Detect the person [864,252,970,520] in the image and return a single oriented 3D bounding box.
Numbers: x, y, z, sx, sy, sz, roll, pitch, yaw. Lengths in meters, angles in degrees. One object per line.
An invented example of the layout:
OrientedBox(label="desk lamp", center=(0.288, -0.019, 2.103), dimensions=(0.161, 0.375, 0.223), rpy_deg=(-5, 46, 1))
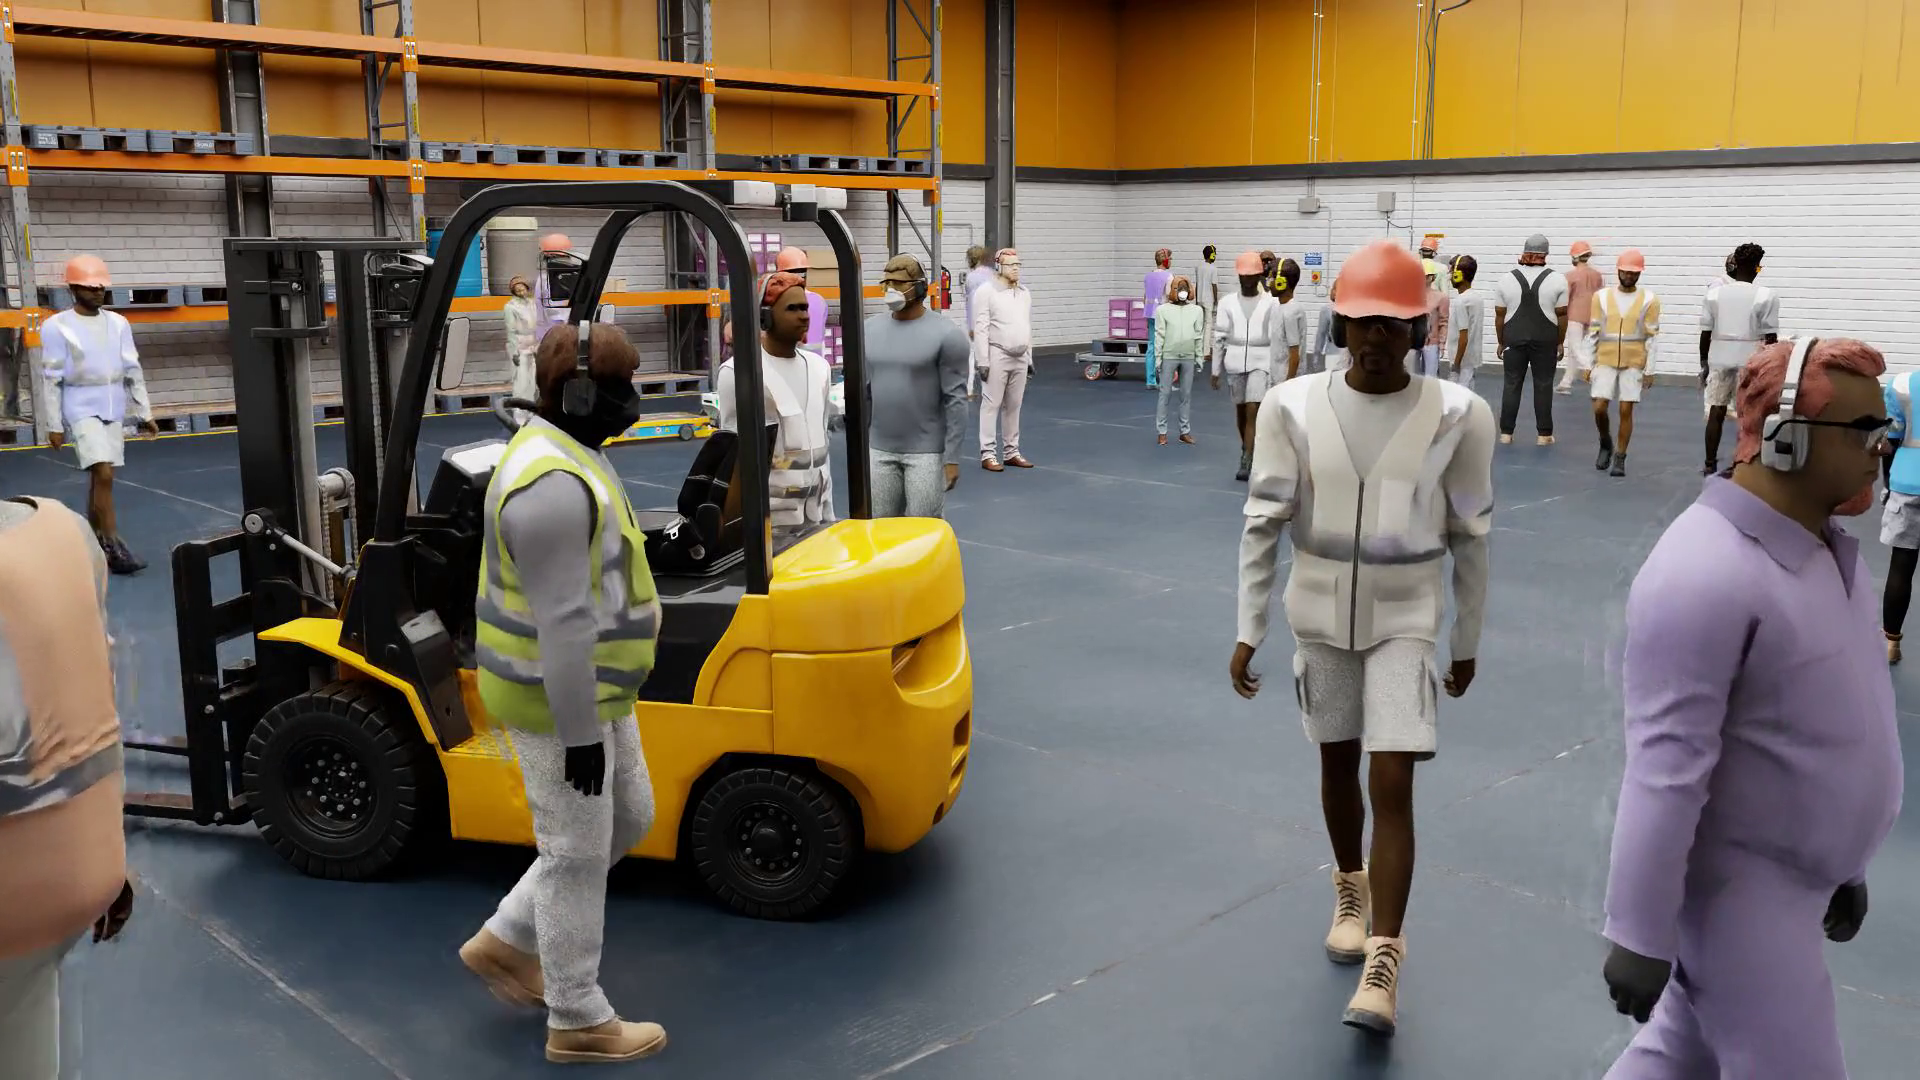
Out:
OrientedBox(label="person", center=(-0.256, -0.425, 8.141), dimensions=(0.627, 1.940, 0.371), rpy_deg=(6, 12, 28))

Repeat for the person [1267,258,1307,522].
OrientedBox(label="person", center=(2.289, -1.049, 11.744), dimensions=(0.319, 1.865, 0.521), rpy_deg=(2, 11, 11))

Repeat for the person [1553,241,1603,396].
OrientedBox(label="person", center=(7.843, -2.780, 20.931), dimensions=(0.612, 1.963, 0.942), rpy_deg=(-5, 12, -26))

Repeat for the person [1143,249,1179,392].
OrientedBox(label="person", center=(2.591, -2.850, 21.613), dimensions=(0.390, 1.848, 0.563), rpy_deg=(-7, 12, -32))

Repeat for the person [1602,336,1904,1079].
OrientedBox(label="person", center=(1.400, 0.582, 2.875), dimensions=(0.905, 1.866, 0.664), rpy_deg=(10, 14, 42))

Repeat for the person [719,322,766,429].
OrientedBox(label="person", center=(-0.961, -0.213, 7.803), dimensions=(0.308, 1.640, 0.511), rpy_deg=(4, 11, 19))

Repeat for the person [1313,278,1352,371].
OrientedBox(label="person", center=(3.867, -1.871, 16.930), dimensions=(0.517, 1.609, 0.698), rpy_deg=(-1, 10, -7))

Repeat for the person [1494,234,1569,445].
OrientedBox(label="person", center=(5.541, -1.944, 16.145), dimensions=(0.683, 2.000, 0.538), rpy_deg=(5, 12, 25))

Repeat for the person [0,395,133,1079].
OrientedBox(label="person", center=(-1.599, 0.580, 2.721), dimensions=(0.419, 1.911, 0.620), rpy_deg=(0, 10, -1))

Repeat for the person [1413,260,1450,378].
OrientedBox(label="person", center=(4.885, -2.069, 17.577), dimensions=(0.522, 1.768, 0.311), rpy_deg=(7, 12, 32))

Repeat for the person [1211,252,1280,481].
OrientedBox(label="person", center=(2.422, -1.476, 14.040), dimensions=(0.558, 1.884, 1.023), rpy_deg=(3, 11, 18))

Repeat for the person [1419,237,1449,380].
OrientedBox(label="person", center=(6.429, -3.170, 22.955), dimensions=(0.613, 1.995, 0.391), rpy_deg=(5, 12, 27))

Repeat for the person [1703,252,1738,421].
OrientedBox(label="person", center=(8.452, -2.229, 18.245), dimensions=(0.624, 1.844, 0.430), rpy_deg=(-6, 12, -29))

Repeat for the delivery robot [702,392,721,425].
OrientedBox(label="delivery robot", center=(-2.270, -1.410, 17.030), dimensions=(0.707, 0.478, 0.477), rpy_deg=(-8, 13, -37))

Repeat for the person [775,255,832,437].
OrientedBox(label="person", center=(-1.781, -1.810, 15.894), dimensions=(1.035, 1.877, 0.679), rpy_deg=(-4, 11, -21))

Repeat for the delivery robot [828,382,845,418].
OrientedBox(label="delivery robot", center=(-1.168, -1.484, 17.435), dimensions=(0.477, 0.478, 0.707), rpy_deg=(10, 14, 42))

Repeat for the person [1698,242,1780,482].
OrientedBox(label="person", center=(6.321, -1.425, 13.518), dimensions=(0.612, 1.963, 0.361), rpy_deg=(9, 14, 42))

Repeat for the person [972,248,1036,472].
OrientedBox(label="person", center=(0.407, -1.554, 14.381), dimensions=(0.638, 1.910, 0.407), rpy_deg=(-9, 14, -42))

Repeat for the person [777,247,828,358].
OrientedBox(label="person", center=(-1.222, -1.228, 12.529), dimensions=(0.376, 1.934, 0.548), rpy_deg=(6, 12, 30))

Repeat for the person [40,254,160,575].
OrientedBox(label="person", center=(-5.094, -0.743, 9.979), dimensions=(0.842, 1.907, 0.548), rpy_deg=(5, 11, 24))

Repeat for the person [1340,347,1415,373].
OrientedBox(label="person", center=(3.319, -1.356, 13.250), dimensions=(0.587, 1.928, 0.362), rpy_deg=(4, 11, 21))

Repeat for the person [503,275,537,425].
OrientedBox(label="person", center=(-4.585, -1.994, 17.595), dimensions=(0.323, 1.607, 0.699), rpy_deg=(3, 11, 14))

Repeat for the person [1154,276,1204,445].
OrientedBox(label="person", center=(2.124, -1.742, 16.154), dimensions=(0.499, 1.634, 0.279), rpy_deg=(-2, 11, -12))

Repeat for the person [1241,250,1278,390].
OrientedBox(label="person", center=(3.660, -2.542, 19.952), dimensions=(0.633, 1.841, 0.429), rpy_deg=(2, 11, 8))

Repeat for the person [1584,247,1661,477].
OrientedBox(label="person", center=(5.543, -1.481, 13.945), dimensions=(0.569, 1.917, 0.414), rpy_deg=(5, 12, 26))

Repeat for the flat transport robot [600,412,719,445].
OrientedBox(label="flat transport robot", center=(-3.139, -1.111, 16.430), dimensions=(1.431, 0.197, 0.652), rpy_deg=(-8, 13, -37))

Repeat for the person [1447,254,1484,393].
OrientedBox(label="person", center=(4.125, -1.402, 13.677), dimensions=(0.315, 1.861, 0.526), rpy_deg=(7, 12, 32))

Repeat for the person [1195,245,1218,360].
OrientedBox(label="person", center=(4.008, -3.846, 27.025), dimensions=(0.329, 1.861, 0.504), rpy_deg=(-8, 13, -37))

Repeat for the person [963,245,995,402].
OrientedBox(label="person", center=(0.286, -2.614, 20.145), dimensions=(0.793, 1.910, 0.636), rpy_deg=(6, 12, 28))

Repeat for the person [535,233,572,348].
OrientedBox(label="person", center=(-3.557, -1.706, 14.858), dimensions=(0.417, 2.040, 0.630), rpy_deg=(-5, 11, -25))

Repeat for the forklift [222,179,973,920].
OrientedBox(label="forklift", center=(-1.114, -0.058, 5.440), dimensions=(2.313, 2.155, 1.214), rpy_deg=(2, 11, 13))

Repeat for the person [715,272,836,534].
OrientedBox(label="person", center=(-0.683, -0.087, 6.446), dimensions=(0.355, 1.884, 0.575), rpy_deg=(7, 13, 35))

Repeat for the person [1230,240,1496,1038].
OrientedBox(label="person", center=(1.029, 0.241, 4.329), dimensions=(0.625, 1.997, 0.980), rpy_deg=(4, 11, 23))

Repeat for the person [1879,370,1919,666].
OrientedBox(label="person", center=(4.540, -0.226, 7.719), dimensions=(0.532, 1.695, 0.319), rpy_deg=(9, 14, 41))

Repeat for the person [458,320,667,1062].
OrientedBox(label="person", center=(-0.952, 0.386, 4.035), dimensions=(0.461, 1.829, 0.642), rpy_deg=(-1, 10, -6))
